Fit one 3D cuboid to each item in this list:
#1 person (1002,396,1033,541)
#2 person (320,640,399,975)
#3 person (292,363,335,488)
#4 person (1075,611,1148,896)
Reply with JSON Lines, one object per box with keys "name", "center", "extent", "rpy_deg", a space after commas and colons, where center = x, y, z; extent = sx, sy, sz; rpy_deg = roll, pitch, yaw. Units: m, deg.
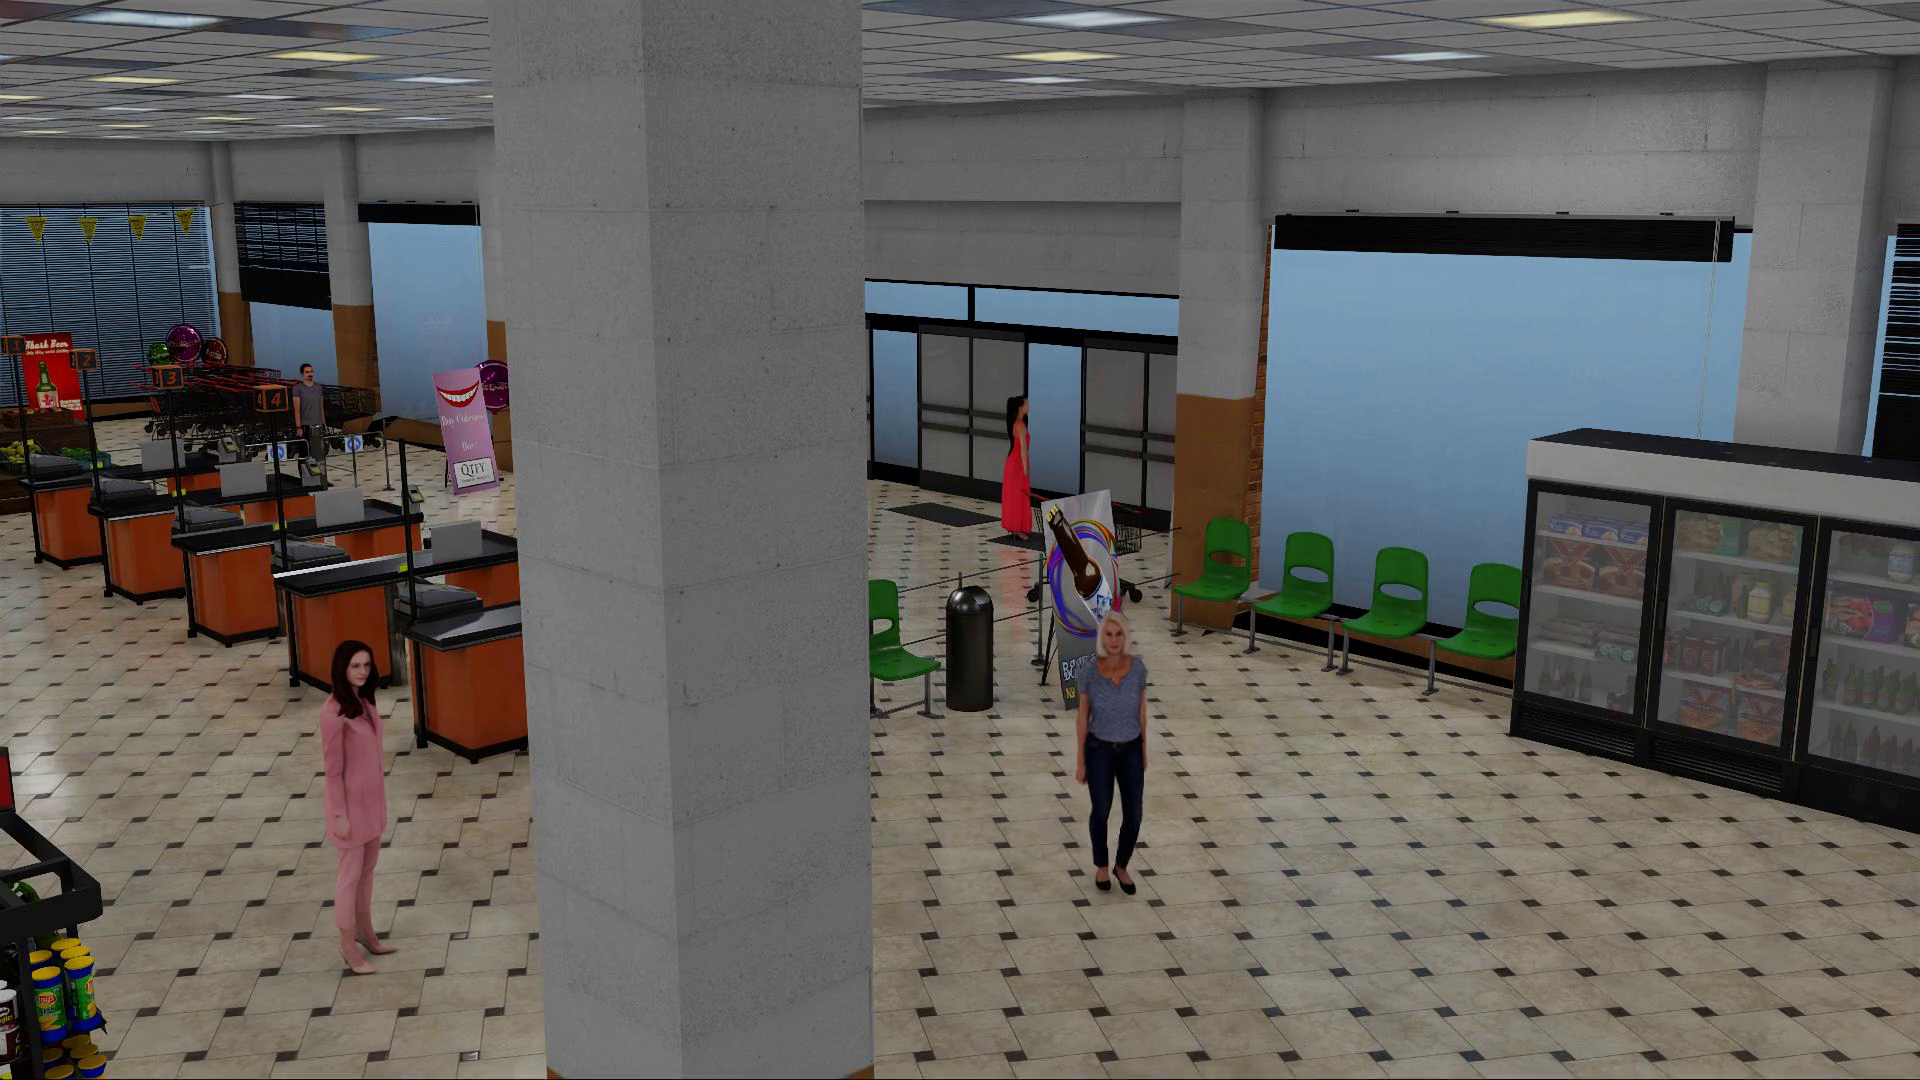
{"name": "person", "center": [0.689, -0.867, 19.880], "extent": [0.717, 1.727, 0.704], "rpy_deg": [-4, 12, -17]}
{"name": "person", "center": [-3.234, 1.409, 8.893], "extent": [0.749, 1.800, 0.651], "rpy_deg": [2, 12, 9]}
{"name": "person", "center": [-9.107, -1.605, 23.316], "extent": [0.707, 1.755, 0.544], "rpy_deg": [8, 14, 34]}
{"name": "person", "center": [0.896, 1.240, 9.915], "extent": [0.719, 1.710, 0.786], "rpy_deg": [-1, 12, -5]}
